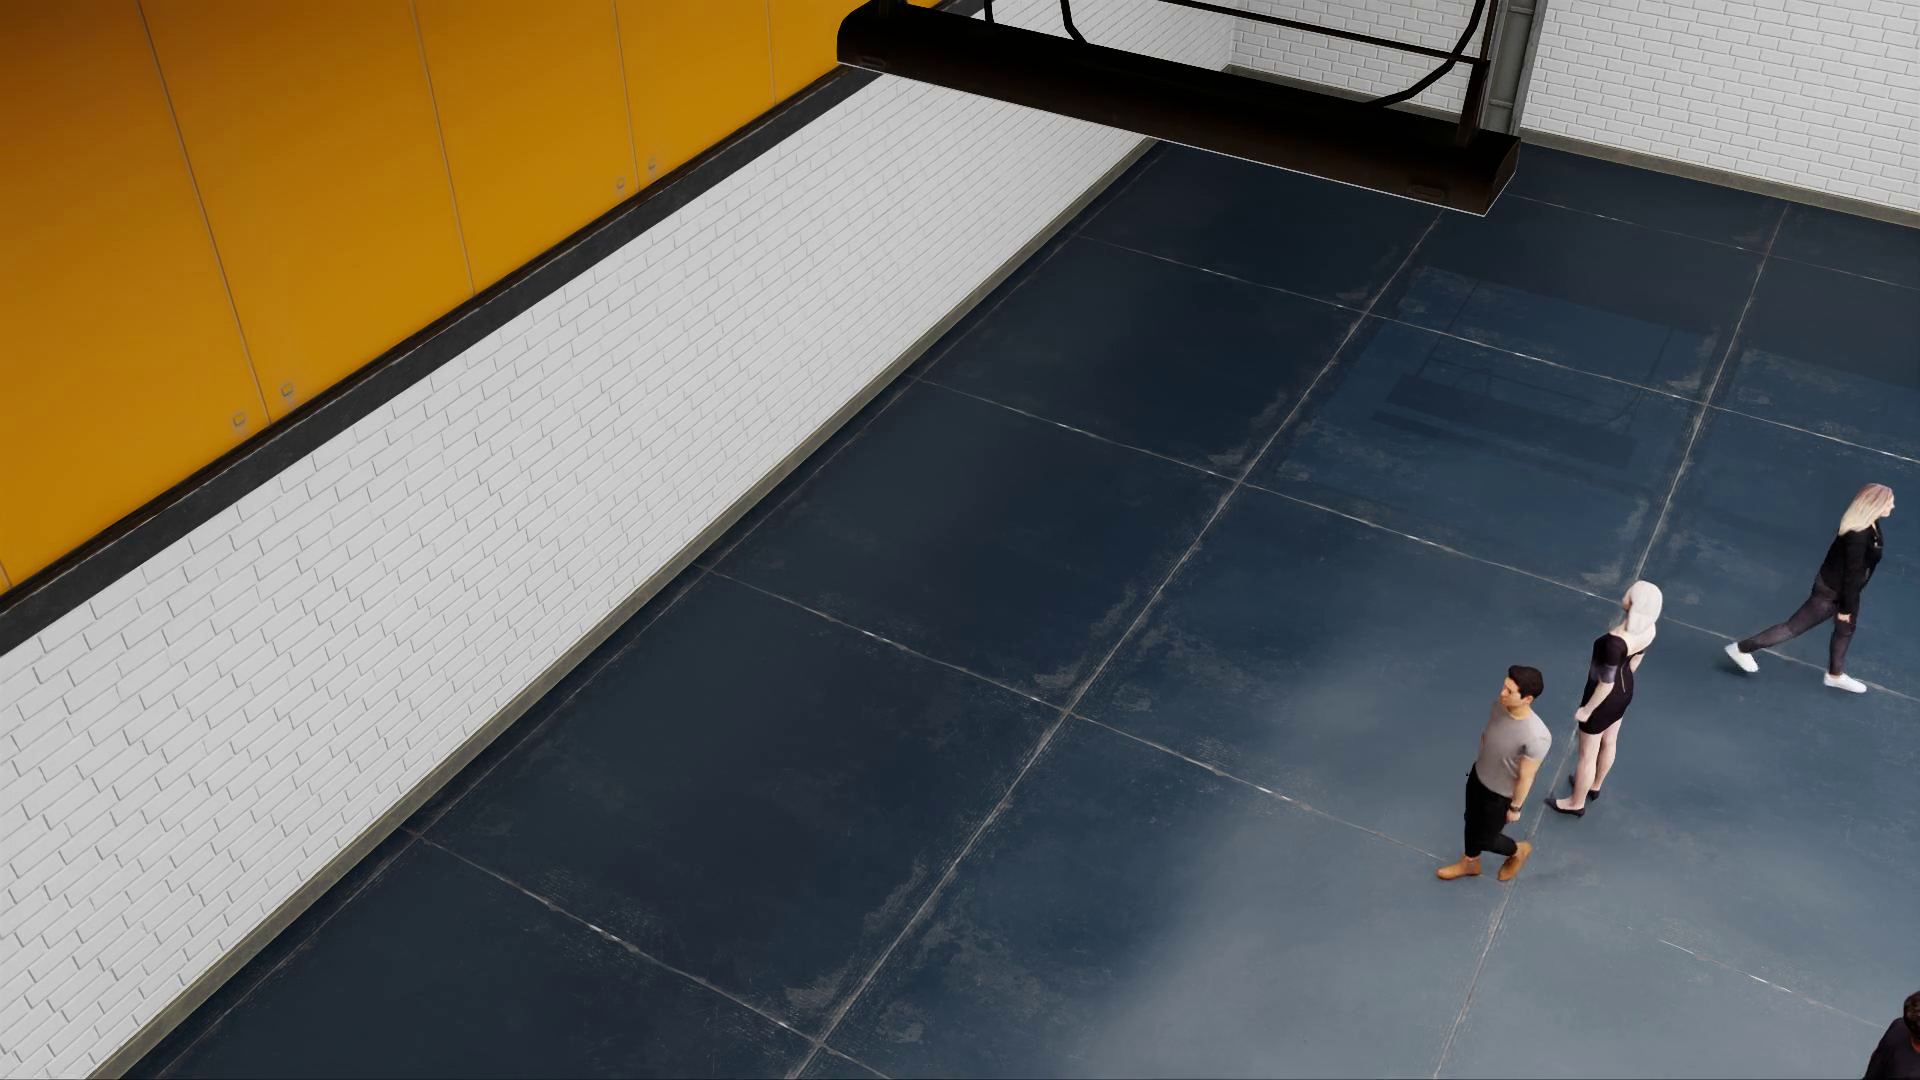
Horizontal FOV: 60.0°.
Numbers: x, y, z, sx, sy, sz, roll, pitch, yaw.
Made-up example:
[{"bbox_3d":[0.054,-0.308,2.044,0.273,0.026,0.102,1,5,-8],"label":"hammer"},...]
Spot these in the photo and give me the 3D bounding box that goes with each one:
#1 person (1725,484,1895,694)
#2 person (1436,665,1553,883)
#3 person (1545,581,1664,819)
[{"bbox_3d":[5.632,0.315,10.934,1.167,1.647,0.695,16,41,19],"label":"person"},{"bbox_3d":[3.172,1.373,9.555,0.894,1.714,0.834,-10,40,-12],"label":"person"},{"bbox_3d":[3.895,0.956,9.985,0.644,1.829,0.615,-26,46,-29],"label":"person"}]
